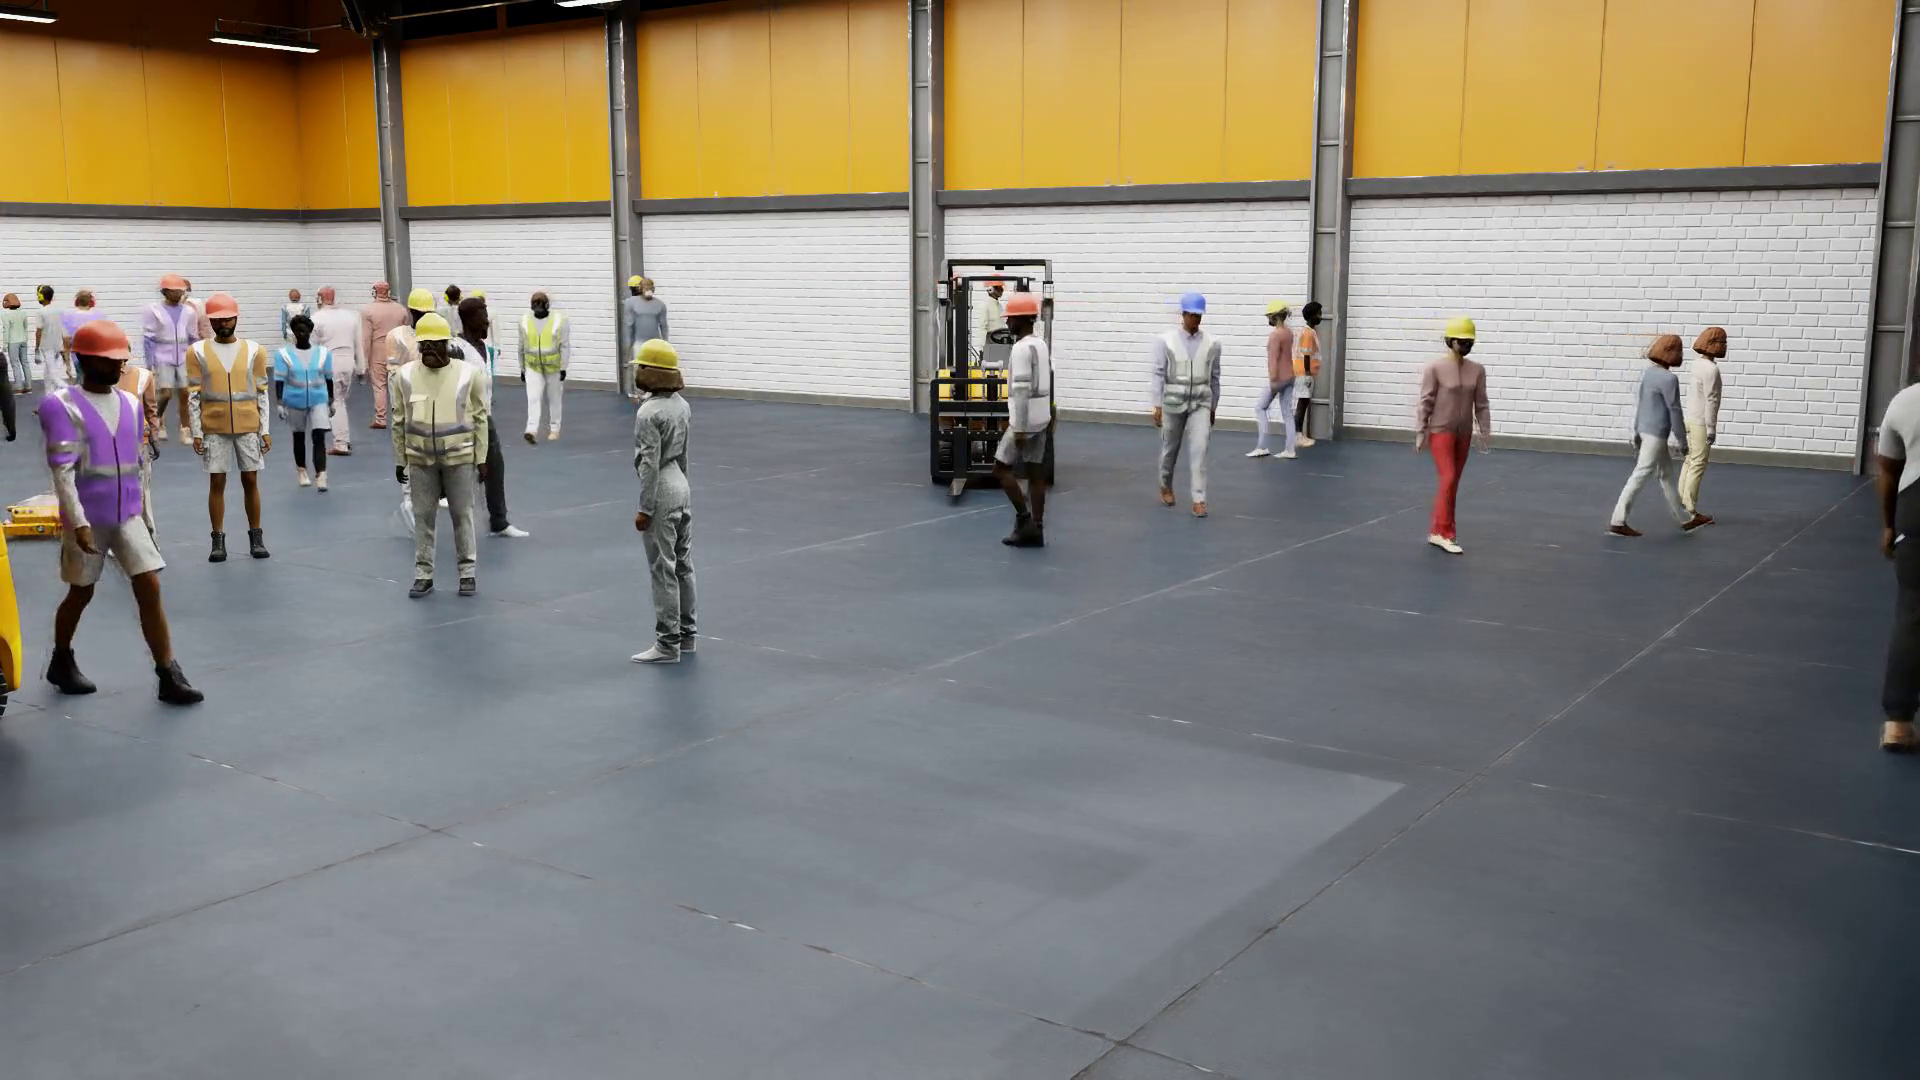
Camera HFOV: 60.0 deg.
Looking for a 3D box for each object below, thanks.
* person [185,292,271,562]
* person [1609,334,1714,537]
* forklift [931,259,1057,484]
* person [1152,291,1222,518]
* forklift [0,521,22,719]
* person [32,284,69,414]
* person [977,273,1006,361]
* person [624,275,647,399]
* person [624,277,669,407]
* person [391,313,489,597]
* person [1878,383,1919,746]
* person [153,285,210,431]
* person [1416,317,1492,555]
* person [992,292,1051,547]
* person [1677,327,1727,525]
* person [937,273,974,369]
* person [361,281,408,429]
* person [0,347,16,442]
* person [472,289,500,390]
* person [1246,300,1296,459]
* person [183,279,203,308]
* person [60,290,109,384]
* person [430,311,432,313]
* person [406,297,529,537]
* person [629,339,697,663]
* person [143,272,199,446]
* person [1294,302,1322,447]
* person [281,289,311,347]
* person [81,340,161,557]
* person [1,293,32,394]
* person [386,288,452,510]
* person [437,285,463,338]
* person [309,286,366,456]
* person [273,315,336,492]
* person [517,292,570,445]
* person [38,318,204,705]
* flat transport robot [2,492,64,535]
[{"bbox_3d":[-5.264,-0.813,12.013,0.547,1.938,0.359,-5,11,-27],"label":"person"},{"bbox_3d":[5.512,-0.802,12.970,0.858,1.581,0.525,1,10,4],"label":"person"},{"bbox_3d":[0.370,-1.738,16.759,1.214,2.155,2.313,1,10,3],"label":"forklift"},{"bbox_3d":[1.935,-1.185,14.333,0.609,1.914,0.932,-1,10,-3],"label":"person"},{"bbox_3d":[-5.296,-0.090,6.943,1.214,2.155,2.313,7,12,35],"label":"forklift"},{"bbox_3d":[-12.715,-2.665,23.337,0.857,1.841,0.528,2,10,10],"label":"person"},{"bbox_3d":[0.432,-2.509,21.932,0.377,1.997,0.613,4,10,24],"label":"person"},{"bbox_3d":[-5.067,-3.176,26.104,0.359,1.930,0.588,-5,11,-30],"label":"person"},{"bbox_3d":[-4.513,-2.835,24.077,0.647,1.925,0.438,-5,11,-28],"label":"person"},{"bbox_3d":[-3.343,-0.540,10.697,0.600,1.829,0.404,-1,10,-6],"label":"person"},{"bbox_3d":[4.497,-0.105,7.486,0.686,2.000,1.056,8,12,39],"label":"person"},{"bbox_3d":[-9.912,-2.327,21.165,0.650,1.891,0.442,0,10,-1],"label":"person"},{"bbox_3d":[3.691,-0.764,12.265,0.554,1.740,0.684,-3,10,-20],"label":"person"},{"bbox_3d":[0.456,-0.894,12.534,0.452,1.921,0.579,4,10,22],"label":"person"},{"bbox_3d":[6.107,-0.935,13.673,0.281,1.624,0.494,1,10,8],"label":"person"},{"bbox_3d":[0.034,-2.052,19.173,0.893,2.005,0.636,7,12,37],"label":"person"},{"bbox_3d":[-7.439,-2.388,21.481,0.408,1.906,0.654,9,13,42],"label":"person"},{"bbox_3d":[-7.748,-0.923,13.032,0.658,1.809,0.877,-3,10,-20],"label":"person"},{"bbox_3d":[-7.292,-2.943,25.291,0.549,1.719,0.898,-3,10,-20],"label":"person"},{"bbox_3d":[3.429,-1.751,18.205,0.650,1.738,0.525,8,12,39],"label":"person"},{"bbox_3d":[-12.306,-3.215,26.471,0.584,1.883,0.337,-2,10,-13],"label":"person"},{"bbox_3d":[-11.106,-2.283,21.221,0.583,1.805,0.992,-4,10,-22],"label":"person"},{"bbox_3d":[-5.821,-1.830,18.537,1.059,1.794,0.541,4,10,25],"label":"person"},{"bbox_3d":[-3.857,-0.933,12.894,0.840,1.895,0.599,1,10,5],"label":"person"},{"bbox_3d":[-1.615,-0.210,8.989,0.284,1.746,0.492,3,10,15],"label":"person"},{"bbox_3d":[-9.200,-2.099,19.414,0.585,2.033,0.644,9,13,42],"label":"person"},{"bbox_3d":[4.053,-1.931,19.415,0.322,1.691,0.532,2,10,14],"label":"person"},{"bbox_3d":[-12.340,-3.842,30.968,0.533,1.637,0.354,-2,10,-13],"label":"person"},{"bbox_3d":[-6.166,-0.704,12.249,0.514,1.641,0.308,-7,12,-35],"label":"person"},{"bbox_3d":[-15.320,-3.175,26.981,0.285,1.633,0.499,2,10,12],"label":"person"},{"bbox_3d":[-4.673,-1.223,14.489,0.585,1.925,0.377,-7,12,-37],"label":"person"},{"bbox_3d":[-6.798,-2.505,22.405,0.549,1.828,0.902,-6,11,-31],"label":"person"},{"bbox_3d":[-7.017,-1.880,18.524,0.612,1.880,0.681,6,11,30],"label":"person"},{"bbox_3d":[-6.177,-1.291,15.687,0.542,1.655,0.857,-5,11,-26],"label":"person"},{"bbox_3d":[-4.934,-2.023,19.661,0.632,1.781,0.994,0,10,-2],"label":"person"},{"bbox_3d":[-4.195,-0.135,8.136,0.955,1.894,0.556,5,11,29],"label":"person"},{"bbox_3d":[-7.261,-0.244,13.575,0.652,0.197,1.431,-2,10,-10],"label":"flat transport robot"}]
